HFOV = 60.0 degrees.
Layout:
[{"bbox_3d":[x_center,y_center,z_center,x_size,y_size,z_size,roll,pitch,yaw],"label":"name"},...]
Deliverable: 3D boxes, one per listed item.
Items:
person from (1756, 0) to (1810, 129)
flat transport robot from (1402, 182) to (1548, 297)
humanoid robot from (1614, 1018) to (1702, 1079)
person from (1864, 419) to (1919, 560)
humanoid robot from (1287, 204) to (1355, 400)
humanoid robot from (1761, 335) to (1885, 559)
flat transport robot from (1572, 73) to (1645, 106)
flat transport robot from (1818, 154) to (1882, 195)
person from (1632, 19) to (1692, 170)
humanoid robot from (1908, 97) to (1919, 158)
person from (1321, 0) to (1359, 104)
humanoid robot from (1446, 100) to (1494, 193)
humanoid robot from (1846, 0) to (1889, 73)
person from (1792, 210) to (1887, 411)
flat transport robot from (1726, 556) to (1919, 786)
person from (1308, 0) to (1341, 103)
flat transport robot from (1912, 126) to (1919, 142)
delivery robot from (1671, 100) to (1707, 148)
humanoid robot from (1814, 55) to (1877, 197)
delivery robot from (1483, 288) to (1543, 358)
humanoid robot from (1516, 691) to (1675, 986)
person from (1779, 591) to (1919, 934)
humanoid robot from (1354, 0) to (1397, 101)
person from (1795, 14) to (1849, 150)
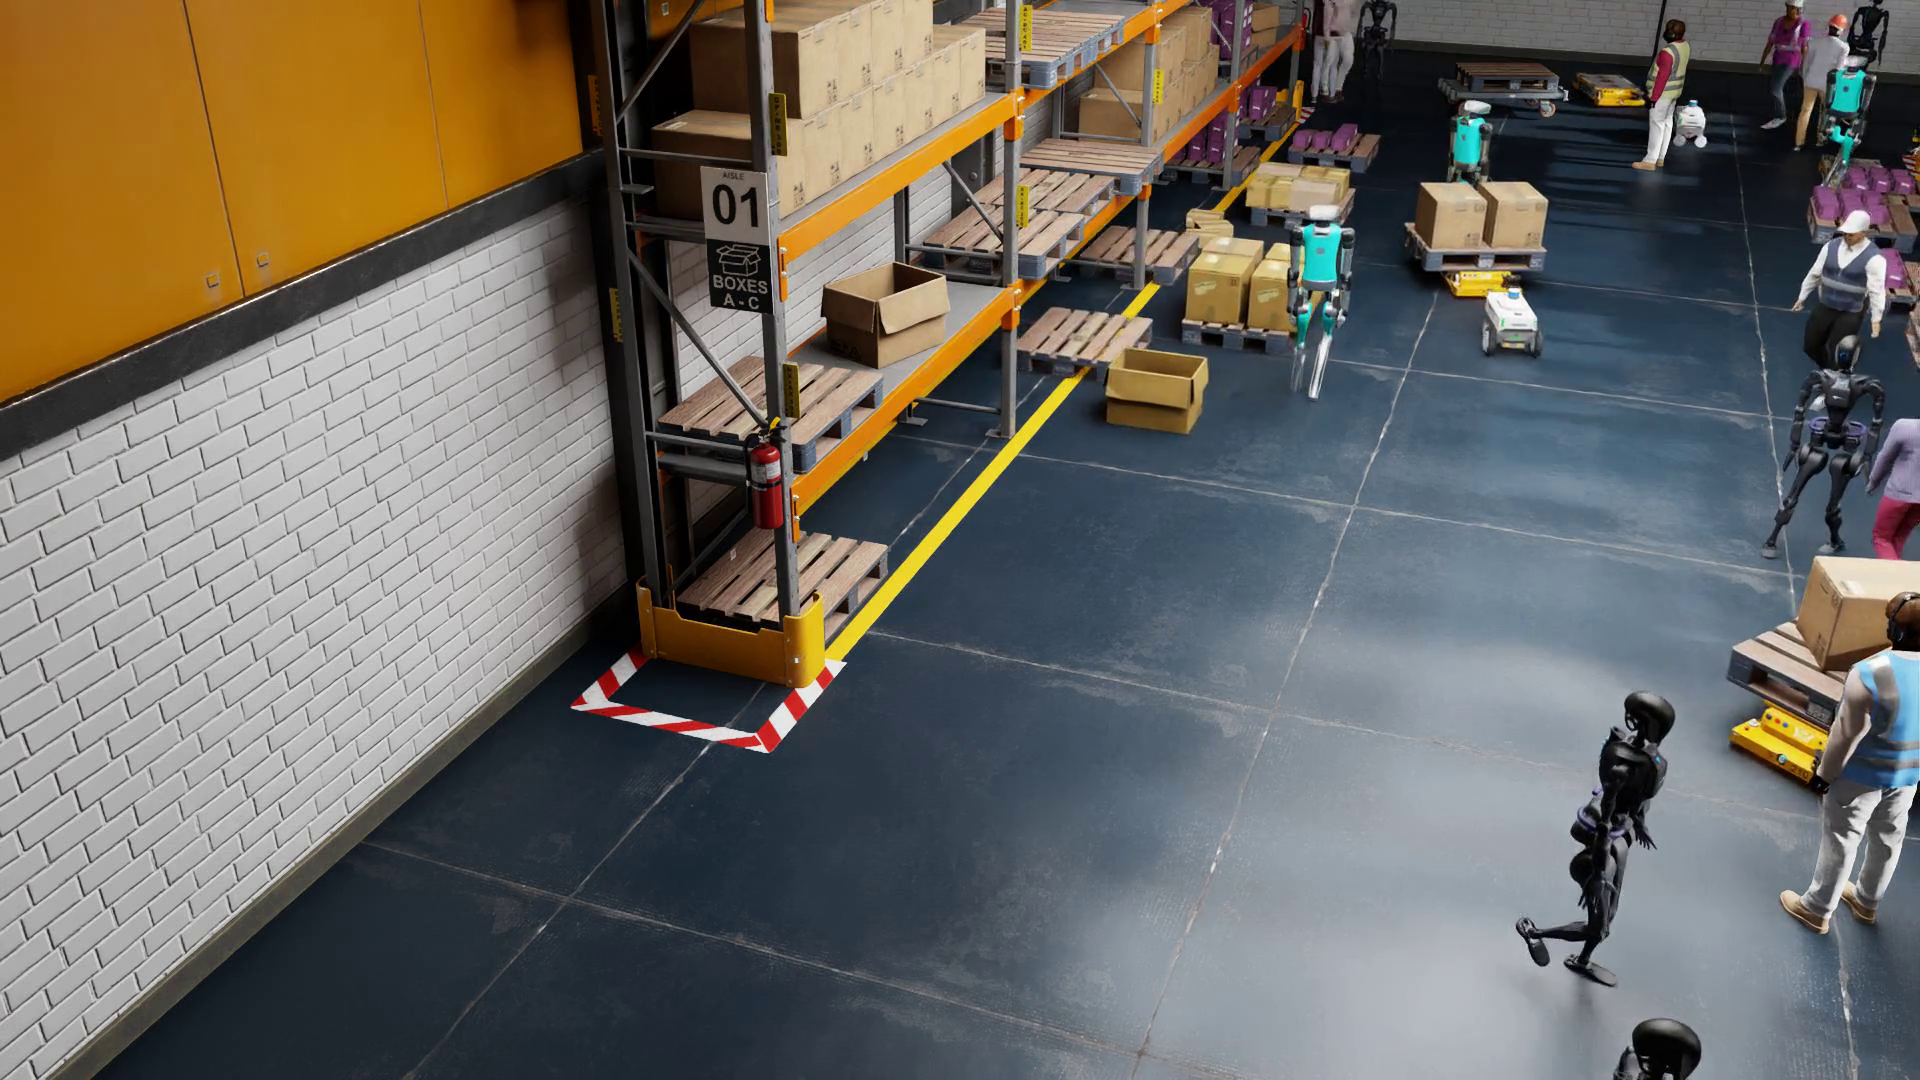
[{"bbox_3d":[11.199,-6.497,22.652,0.481,1.832,0.481,-10,29,-19],"label":"person"},{"bbox_3d":[5.287,-2.835,17.250,0.659,0.231,1.431,0,27,0],"label":"flat transport robot"},{"bbox_3d":[2.266,2.301,5.775,0.547,1.641,0.603,3,27,5],"label":"humanoid robot"},{"bbox_3d":[6.194,-0.266,10.807,0.501,1.591,0.581,5,28,10],"label":"person"},{"bbox_3d":[3.023,-1.956,14.068,0.548,1.909,0.706,7,28,13],"label":"humanoid robot"},{"bbox_3d":[6.014,-0.615,11.453,0.598,1.635,0.576,18,32,31],"label":"humanoid robot"},{"bbox_3d":[9.647,-6.709,24.764,0.659,0.231,1.431,1,27,3],"label":"flat transport robot"},{"bbox_3d":[10.927,-4.439,20.362,0.659,0.231,1.431,10,29,19],"label":"flat transport robot"},{"bbox_3d":[8.812,-5.583,20.865,0.430,1.845,0.620,24,36,39],"label":"person"},{"bbox_3d":[12.646,-5.784,21.410,0.656,1.833,0.538,17,32,30],"label":"humanoid robot"},{"bbox_3d":[5.503,-7.305,24.119,0.634,1.919,0.460,-11,29,-21],"label":"person"},{"bbox_3d":[5.472,-3.717,17.436,0.800,1.821,0.530,-15,31,-27],"label":"humanoid robot"},{"bbox_3d":[13.029,-7.083,23.955,0.549,1.640,0.605,-17,32,-29],"label":"humanoid robot"},{"bbox_3d":[7.346,-1.924,13.884,0.582,1.736,0.757,-19,33,-33],"label":"person"},{"bbox_3d":[5.243,1.043,9.727,1.431,0.231,0.659,-16,31,-28],"label":"flat transport robot"},{"bbox_3d":[5.341,-7.333,24.148,0.488,1.946,0.429,5,28,9],"label":"person"},{"bbox_3d":[13.522,-5.363,22.153,1.431,0.231,0.659,15,31,27],"label":"flat transport robot"},{"bbox_3d":[9.776,-5.583,22.280,0.522,0.605,0.777,9,28,16],"label":"delivery robot"},{"bbox_3d":[10.413,-4.819,19.520,0.972,1.755,0.530,-24,36,-38],"label":"humanoid robot"},{"bbox_3d":[5.081,-2.029,15.364,0.499,0.585,0.772,2,27,4],"label":"delivery robot"},{"bbox_3d":[2.913,1.342,7.618,0.481,1.640,0.594,20,33,33],"label":"humanoid robot"},{"bbox_3d":[4.365,1.075,7.957,0.621,1.837,0.430,-5,28,-10],"label":"person"},{"bbox_3d":[6.093,-7.330,24.440,0.600,1.639,0.496,3,27,7],"label":"humanoid robot"},{"bbox_3d":[11.339,-6.016,21.827,0.768,1.722,0.585,-23,35,-37],"label":"person"}]
